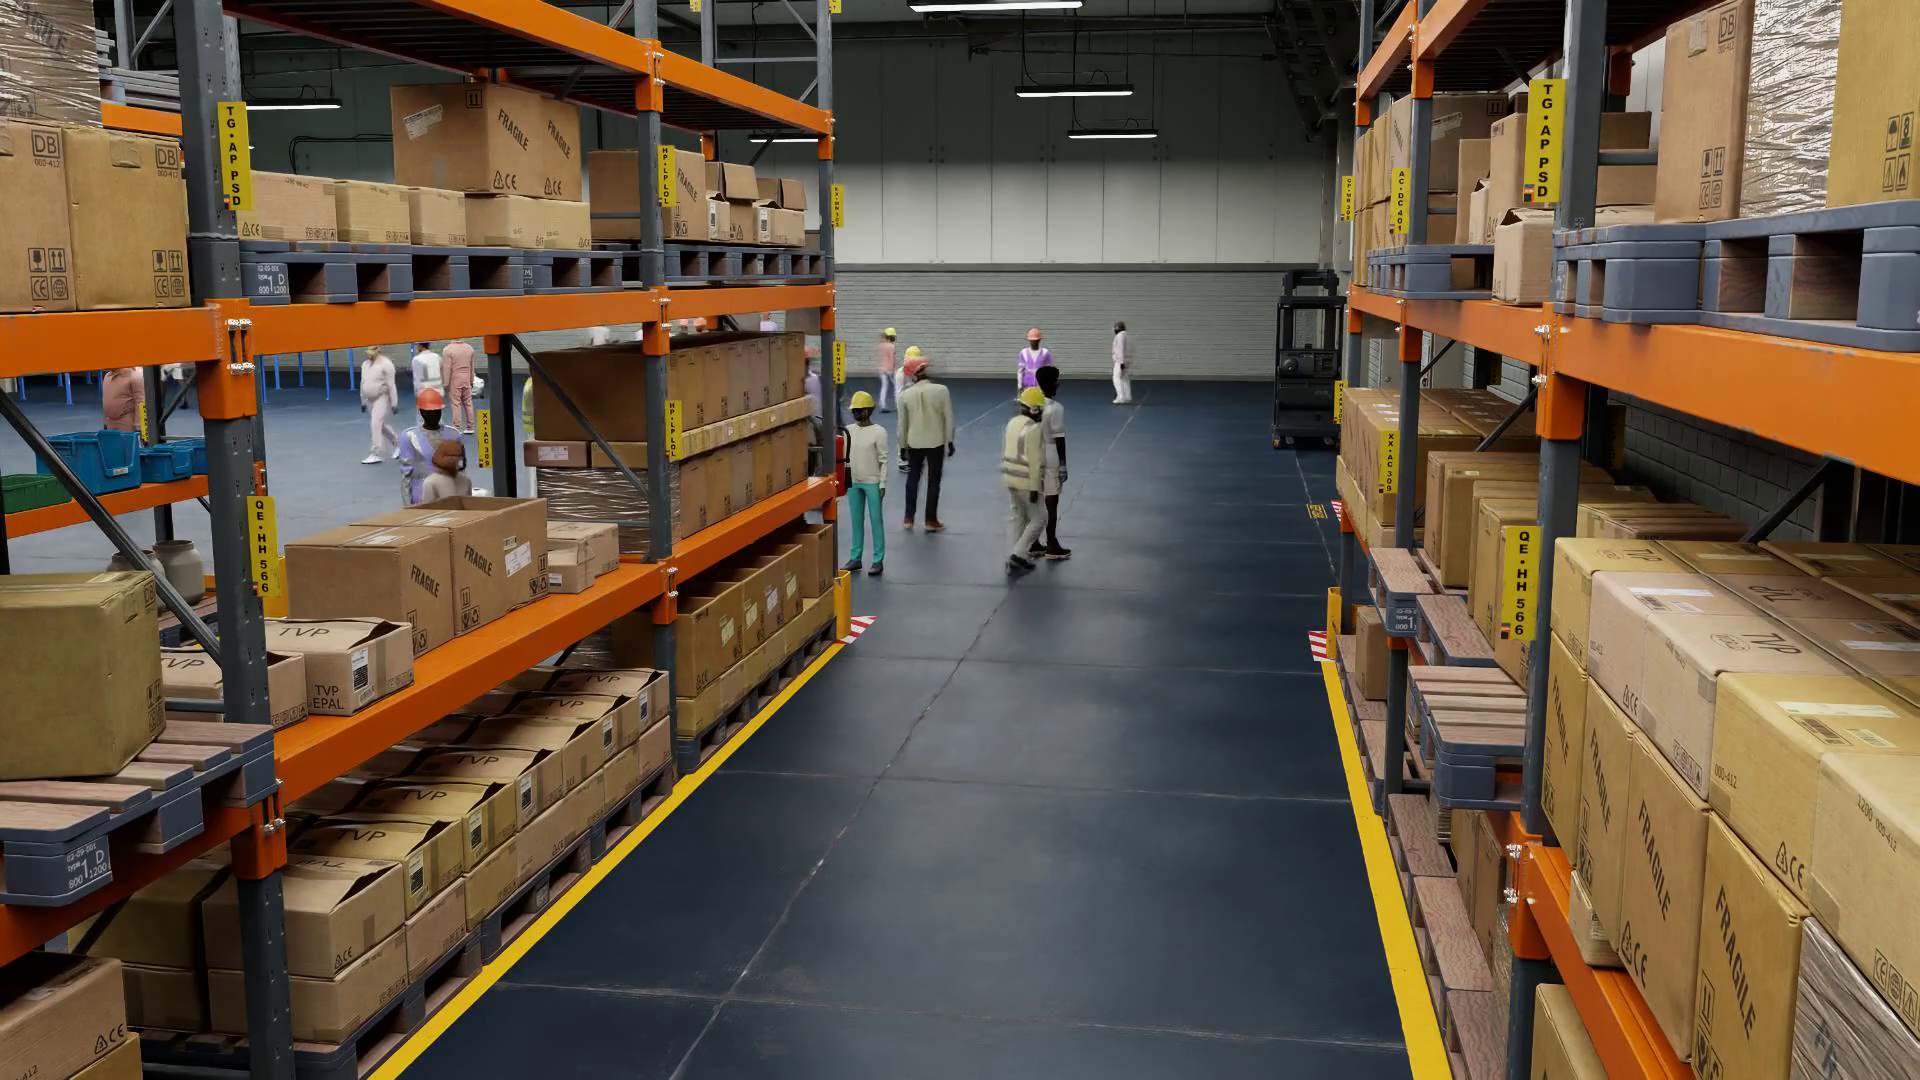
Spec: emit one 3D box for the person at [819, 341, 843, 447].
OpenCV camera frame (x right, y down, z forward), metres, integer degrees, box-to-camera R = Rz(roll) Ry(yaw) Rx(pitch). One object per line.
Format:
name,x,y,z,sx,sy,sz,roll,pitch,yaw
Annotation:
person,-2.164,-2.351,27.008,0.494,1.811,0.715,9,13,44

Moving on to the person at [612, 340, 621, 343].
person,-6.227,-2.788,30.145,0.540,1.676,0.668,-1,9,-4

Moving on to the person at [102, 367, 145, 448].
person,-10.966,-1.541,21.755,0.639,1.903,0.406,4,10,21

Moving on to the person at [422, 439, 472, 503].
person,-4.106,-0.019,13.296,0.818,1.599,0.509,5,10,26

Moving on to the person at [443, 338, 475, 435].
person,-8.934,-2.810,29.574,0.400,1.903,0.645,7,11,35

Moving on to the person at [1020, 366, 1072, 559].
person,0.877,-0.803,16.997,0.368,1.967,0.603,-8,12,-40

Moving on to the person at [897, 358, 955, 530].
person,-0.396,-1.069,18.750,0.671,1.955,0.407,2,9,12

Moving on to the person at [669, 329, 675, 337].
person,-7.197,-4.504,40.831,0.523,1.638,0.310,2,9,12

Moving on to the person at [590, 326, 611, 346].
person,-8.900,-4.660,41.186,0.545,1.844,0.642,0,9,1

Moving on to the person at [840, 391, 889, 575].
person,-0.925,-0.554,16.080,0.526,1.768,0.331,6,11,32

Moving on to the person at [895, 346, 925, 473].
person,-0.704,-1.907,24.228,0.404,1.828,0.592,6,11,31

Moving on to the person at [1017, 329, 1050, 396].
person,1.270,-2.687,28.794,0.563,1.901,0.859,1,9,5

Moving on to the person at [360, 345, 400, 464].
person,-8.903,-2.144,25.582,0.656,1.876,0.903,6,11,31

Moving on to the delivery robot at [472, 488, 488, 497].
delivery robot,-5.792,-0.455,19.035,0.707,0.478,0.477,-6,11,-31

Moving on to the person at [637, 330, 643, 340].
person,-7.262,-4.286,38.854,0.524,1.848,0.514,1,9,4

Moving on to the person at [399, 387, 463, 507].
person,-4.500,-0.346,14.268,0.551,1.934,0.373,-7,11,-36

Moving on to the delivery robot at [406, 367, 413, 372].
delivery robot,-13.948,-4.447,42.857,0.698,0.223,0.335,4,10,24

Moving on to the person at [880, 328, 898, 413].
person,-1.358,-3.502,34.341,0.694,1.746,0.533,-6,11,-32

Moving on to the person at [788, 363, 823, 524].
person,-1.693,-0.924,17.644,0.705,2.000,1.003,4,10,25

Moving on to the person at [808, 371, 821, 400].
person,-2.146,-1.611,22.133,0.620,1.911,0.417,-3,10,-19

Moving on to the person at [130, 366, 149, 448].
person,-12.422,-2.091,25.153,0.667,1.901,0.595,0,9,0

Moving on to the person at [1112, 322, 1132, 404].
person,3.587,-3.894,36.588,0.508,1.800,0.656,4,10,25

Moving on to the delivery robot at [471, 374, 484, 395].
delivery robot,-11.210,-3.585,38.343,0.477,0.478,0.707,-1,9,-6

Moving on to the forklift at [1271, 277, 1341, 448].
forklift,5.847,-3.016,27.970,1.129,2.768,1.873,1,9,9

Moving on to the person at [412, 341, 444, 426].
person,-8.532,-2.345,26.633,0.449,1.932,0.618,6,11,31

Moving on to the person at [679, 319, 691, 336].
person,-5.632,-3.570,34.197,0.613,1.932,1.088,1,9,6

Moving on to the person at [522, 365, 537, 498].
person,-5.249,-1.349,20.823,0.430,1.822,0.689,-2,10,-15

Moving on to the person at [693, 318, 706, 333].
person,-5.734,-3.940,36.582,0.572,1.882,0.978,7,12,37

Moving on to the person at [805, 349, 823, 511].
person,-1.975,-1.354,20.303,0.708,2.030,0.618,4,10,22

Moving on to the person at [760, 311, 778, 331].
person,-4.933,-4.915,42.548,0.652,1.904,0.403,0,9,3

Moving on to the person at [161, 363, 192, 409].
person,-16.730,-3.714,35.209,0.959,1.897,0.553,5,10,27

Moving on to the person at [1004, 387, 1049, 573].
person,0.648,-0.567,16.007,0.434,1.812,0.631,-5,10,-26
